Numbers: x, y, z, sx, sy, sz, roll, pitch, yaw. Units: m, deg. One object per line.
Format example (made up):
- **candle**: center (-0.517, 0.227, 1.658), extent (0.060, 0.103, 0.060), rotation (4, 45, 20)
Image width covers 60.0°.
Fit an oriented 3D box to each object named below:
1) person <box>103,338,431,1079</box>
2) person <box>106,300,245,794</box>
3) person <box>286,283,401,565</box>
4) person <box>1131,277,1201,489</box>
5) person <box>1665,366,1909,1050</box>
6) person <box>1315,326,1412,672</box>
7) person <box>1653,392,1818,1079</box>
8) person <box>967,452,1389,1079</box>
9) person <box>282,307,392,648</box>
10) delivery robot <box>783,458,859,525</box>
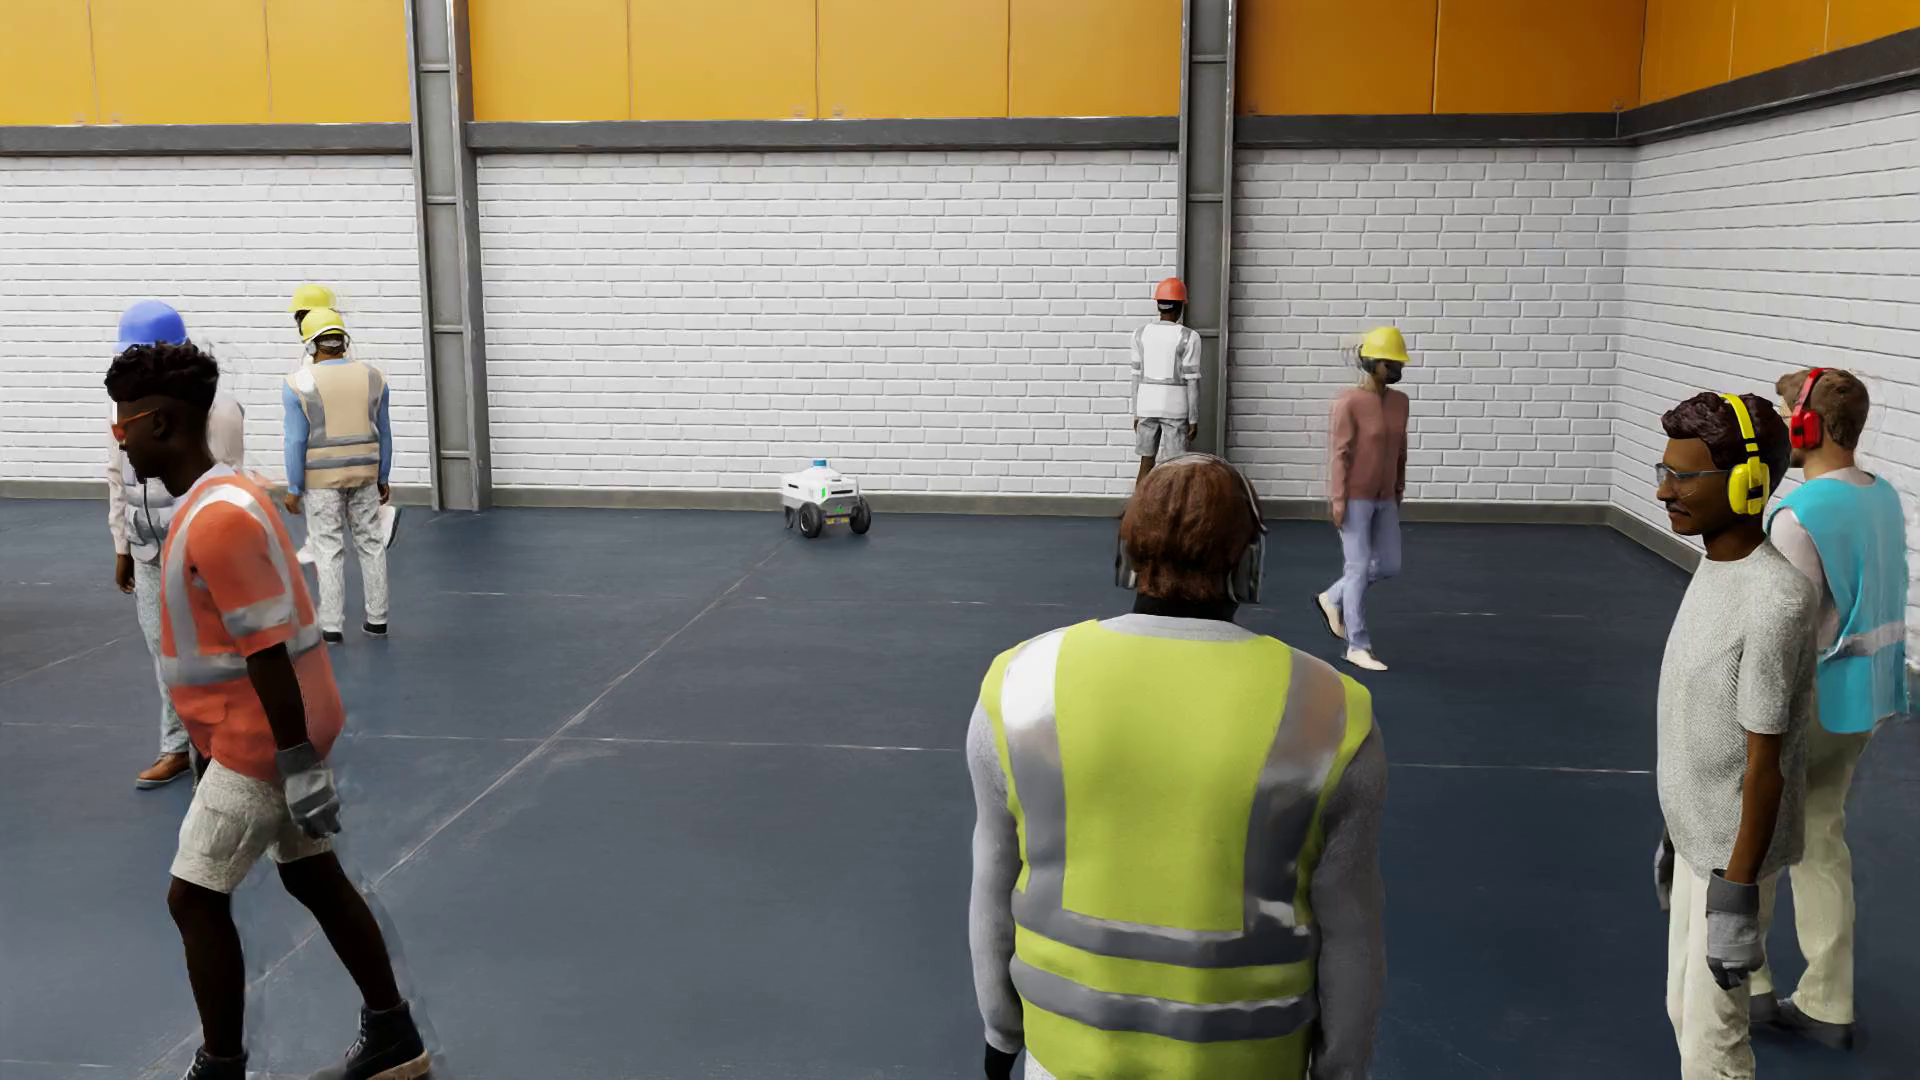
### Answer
- **person**: center (-1.730, 0.479, 4.009), extent (0.840, 1.912, 0.624), rotation (-3, 10, -18)
- **person**: center (-3.065, 0.034, 6.529), extent (0.615, 1.938, 0.416), rotation (3, 10, 15)
- **person**: center (-4.262, -0.789, 11.317), extent (0.759, 1.906, 0.599), rotation (-6, 11, -30)
- **person**: center (1.504, -0.940, 12.134), extent (0.539, 1.929, 0.388), rotation (5, 11, 27)
- **person**: center (2.195, 0.449, 4.462), extent (0.590, 1.816, 0.593), rotation (-8, 12, -37)
- **person**: center (2.047, -0.224, 8.539), extent (0.536, 1.755, 0.546), rotation (-7, 12, -33)
- **person**: center (1.485, 0.635, 3.310), extent (0.334, 1.860, 0.509), rotation (2, 10, 12)
- **person**: center (0.326, 0.779, 2.570), extent (0.635, 1.831, 0.429), rotation (3, 10, 15)
- **person**: center (-3.345, -0.333, 8.941), extent (0.588, 1.823, 0.403), rotation (-9, 14, -43)
- **delivery robot**: center (-1.053, -0.373, 12.531), extent (0.477, 0.478, 0.707), rotation (-6, 12, -31)
